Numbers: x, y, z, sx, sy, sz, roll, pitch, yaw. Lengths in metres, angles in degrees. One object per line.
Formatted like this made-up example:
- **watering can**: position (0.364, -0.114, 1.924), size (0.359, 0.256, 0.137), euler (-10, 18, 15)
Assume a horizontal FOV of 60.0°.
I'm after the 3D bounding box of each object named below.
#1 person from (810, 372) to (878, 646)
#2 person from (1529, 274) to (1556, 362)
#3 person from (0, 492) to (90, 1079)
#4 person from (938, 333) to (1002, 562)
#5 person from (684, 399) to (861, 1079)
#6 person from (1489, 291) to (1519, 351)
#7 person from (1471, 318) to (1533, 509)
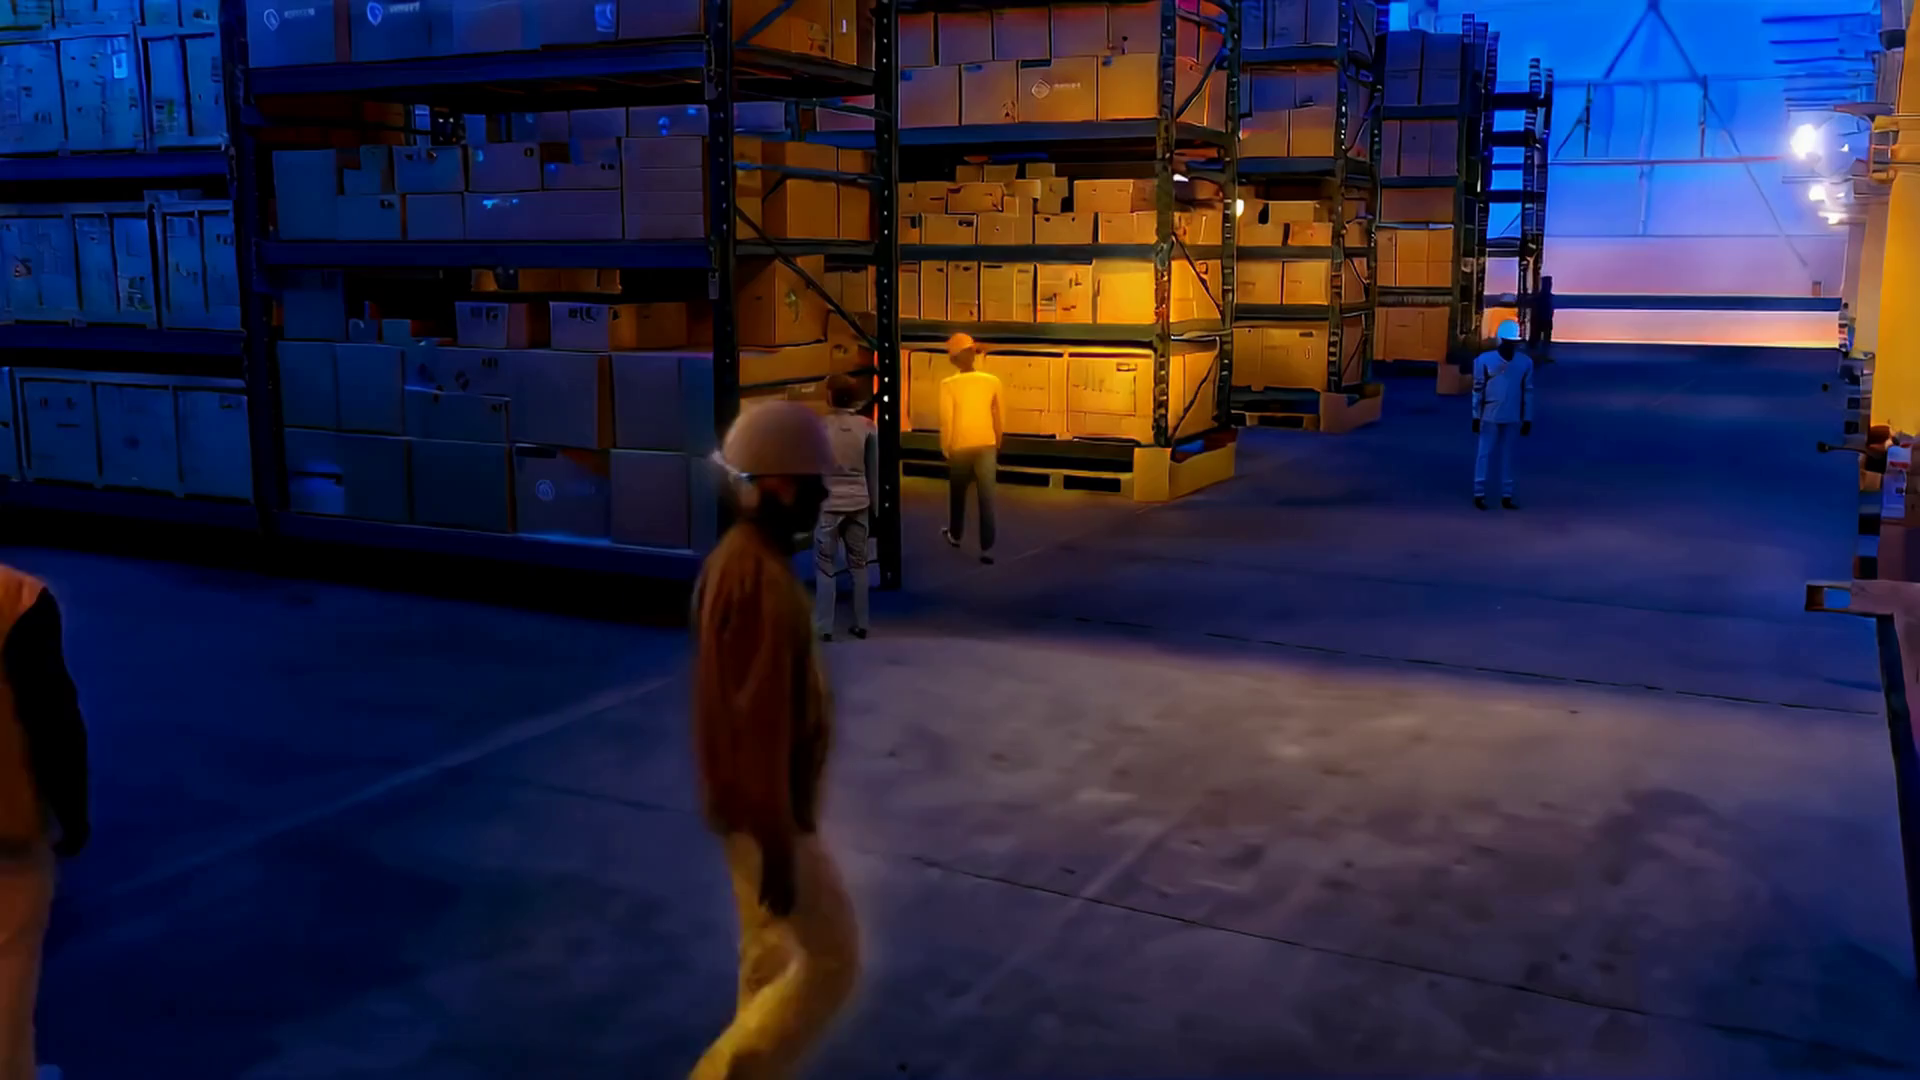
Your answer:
- **person**: position (-0.712, -0.183, 9.922), size (0.524, 1.631, 0.318), euler (-7, 12, -34)
- **person**: position (12.385, -4.739, 35.577), size (0.669, 1.880, 0.676), euler (9, 14, 43)
- **person**: position (-2.613, 0.676, 4.392), size (0.648, 1.820, 0.460), euler (0, 10, 1)
- **person**: position (0.070, -0.719, 12.773), size (0.550, 1.708, 0.915), euler (-3, 10, -14)
- **person**: position (-0.477, 0.647, 4.090), size (0.455, 1.982, 0.646), euler (-2, 10, -14)
- **person**: position (8.949, -3.249, 27.426), size (0.485, 1.710, 0.852), euler (5, 11, 26)
- **person**: position (4.940, -1.140, 15.137), size (0.564, 1.743, 0.349), euler (0, 10, -2)
